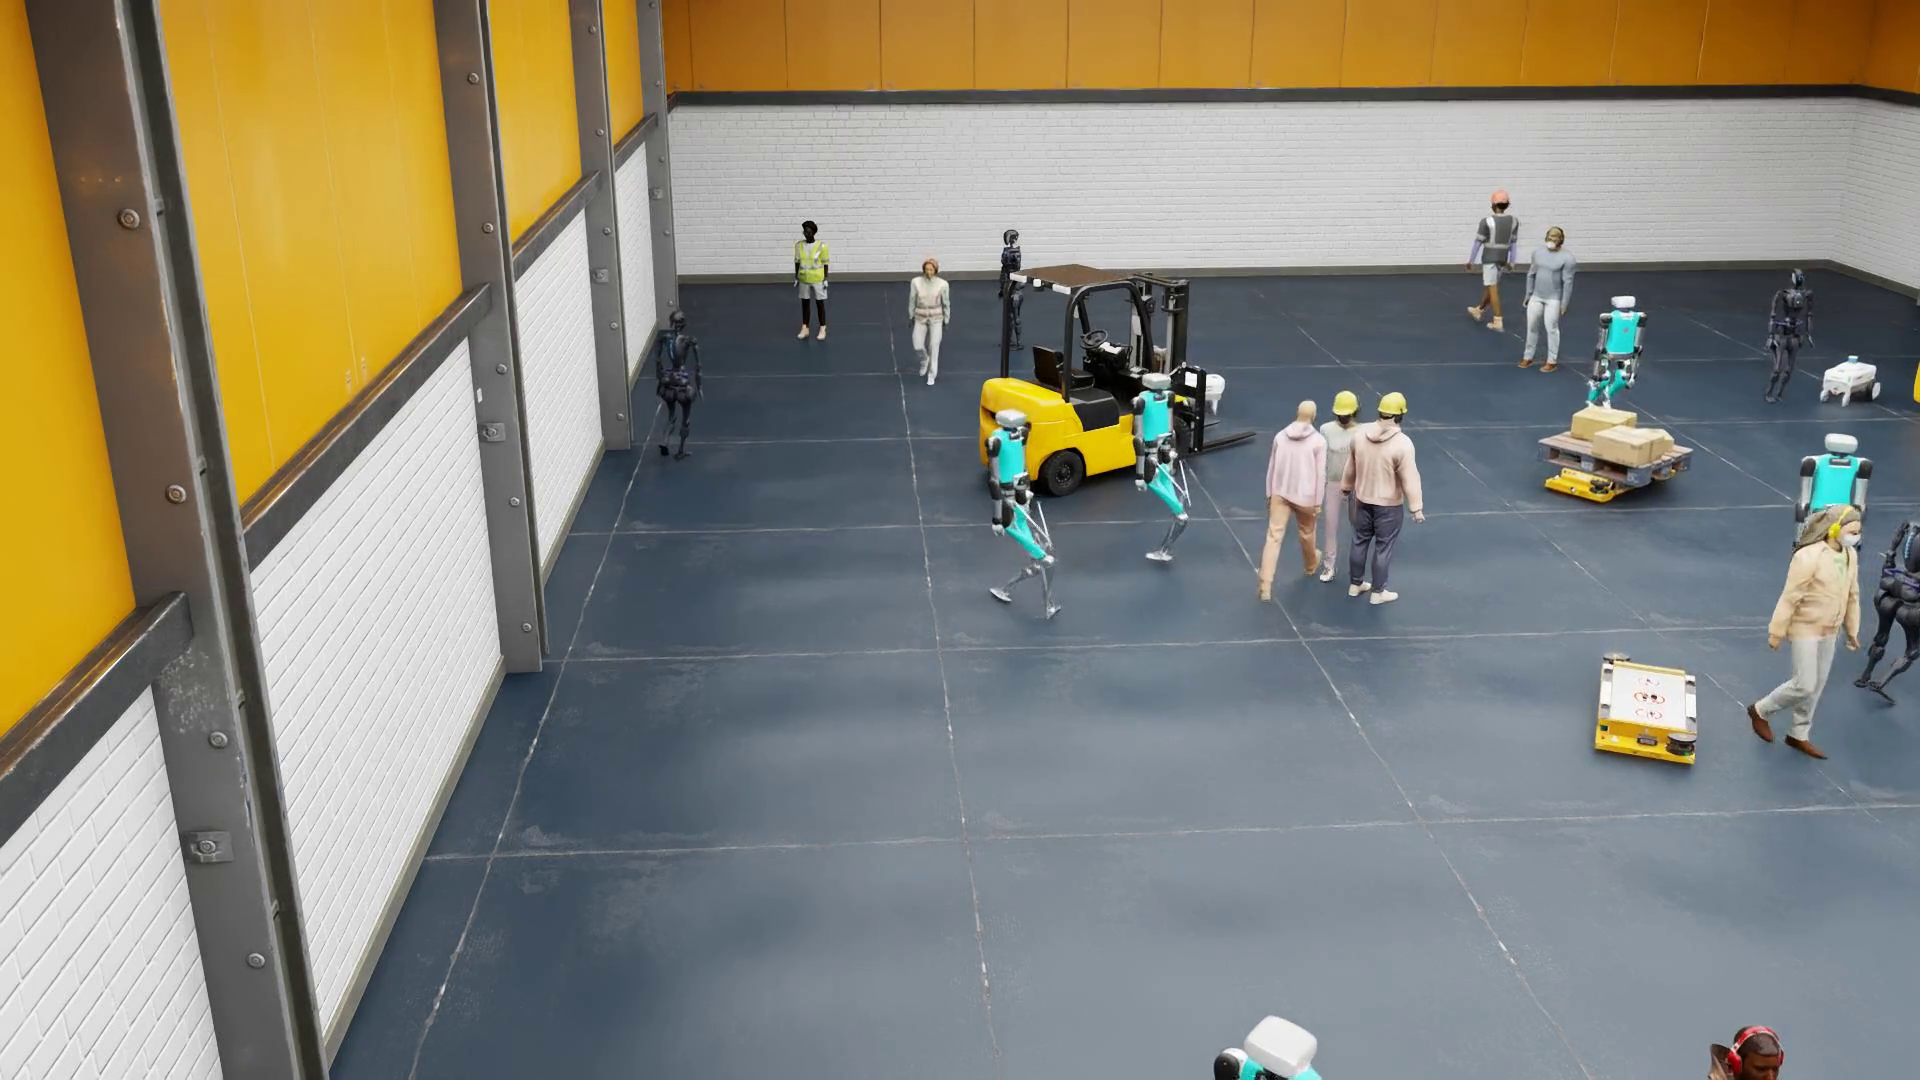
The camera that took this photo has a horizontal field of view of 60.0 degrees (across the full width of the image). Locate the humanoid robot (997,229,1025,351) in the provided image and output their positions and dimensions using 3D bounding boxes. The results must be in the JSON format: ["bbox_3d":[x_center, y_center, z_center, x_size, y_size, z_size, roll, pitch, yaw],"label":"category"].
[{"bbox_3d":[0.717,-3.465,23.004,0.315,1.657,0.599,-8,22,-20],"label":"humanoid robot"}]

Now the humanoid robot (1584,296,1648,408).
[{"bbox_3d":[7.246,-1.912,18.619,0.531,1.740,0.662,-2,20,-6],"label":"humanoid robot"}]

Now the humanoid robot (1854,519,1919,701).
[{"bbox_3d":[7.028,0.427,12.440,0.440,1.632,0.601,-6,21,-15],"label":"humanoid robot"}]

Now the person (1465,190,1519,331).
[{"bbox_3d":[7.769,-4.101,24.303,0.624,1.987,1.039,-6,21,-16],"label":"person"}]

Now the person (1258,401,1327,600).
[{"bbox_3d":[2.944,-0.375,14.610,0.542,1.683,1.098,10,22,25],"label":"person"}]

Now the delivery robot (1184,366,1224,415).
[{"bbox_3d":[2.811,-1.806,20.115,0.737,0.583,0.521,-3,20,-9],"label":"delivery robot"}]

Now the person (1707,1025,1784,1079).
[{"bbox_3d":[2.988,2.601,6.529,0.454,1.651,0.338,-3,20,-8],"label":"person"}]

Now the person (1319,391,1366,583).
[{"bbox_3d":[3.497,-0.539,14.973,0.563,1.723,0.838,11,23,27],"label":"person"}]

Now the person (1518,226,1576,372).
[{"bbox_3d":[7.724,-3.167,21.857,0.370,1.927,0.626,-16,25,-36],"label":"person"}]

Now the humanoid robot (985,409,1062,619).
[{"bbox_3d":[0.636,-0.174,14.063,0.958,1.815,0.531,14,24,33],"label":"humanoid robot"}]

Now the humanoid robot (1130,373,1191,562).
[{"bbox_3d":[1.907,-0.587,15.110,0.543,1.800,0.727,-18,27,-40],"label":"humanoid robot"}]

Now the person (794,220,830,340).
[{"bbox_3d":[-2.107,-3.685,23.592,0.540,1.695,0.315,6,21,17],"label":"person"}]

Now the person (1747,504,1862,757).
[{"bbox_3d":[5.936,0.608,11.662,0.582,1.862,0.620,-10,23,-26],"label":"person"}]

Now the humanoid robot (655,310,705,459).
[{"bbox_3d":[-3.112,-1.680,18.155,0.603,1.644,0.439,8,22,20],"label":"humanoid robot"}]

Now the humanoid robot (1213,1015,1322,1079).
[{"bbox_3d":[1.042,2.735,6.164,0.530,1.887,0.766,13,24,32],"label":"humanoid robot"}]

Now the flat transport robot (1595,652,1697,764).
[{"bbox_3d":[5.067,1.229,12.278,0.659,0.231,1.431,8,22,20],"label":"flat transport robot"}]

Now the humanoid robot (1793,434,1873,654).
[{"bbox_3d":[6.952,0.127,13.250,0.540,1.835,0.779,4,20,10],"label":"humanoid robot"}]

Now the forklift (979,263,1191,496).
[{"bbox_3d":[1.315,-1.764,17.646,2.313,2.155,1.214,-14,24,-33],"label":"forklift"}]

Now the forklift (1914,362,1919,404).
[{"bbox_3d":[12.602,-2.435,19.475,2.313,2.155,1.214,-1,20,-4],"label":"forklift"}]

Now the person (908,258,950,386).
[{"bbox_3d":[-0.392,-2.800,21.273,0.541,1.622,0.405,3,20,7],"label":"person"}]

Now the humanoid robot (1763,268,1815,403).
[{"bbox_3d":[10.184,-2.508,20.415,0.601,1.658,0.345,-2,20,-6],"label":"humanoid robot"}]

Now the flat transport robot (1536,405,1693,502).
[{"bbox_3d":[6.864,-0.697,17.526,1.431,0.231,0.659,-15,25,-36],"label":"flat transport robot"}]

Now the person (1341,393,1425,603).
[{"bbox_3d":[3.601,-0.352,14.290,0.436,1.856,0.814,-17,26,-38],"label":"person"}]

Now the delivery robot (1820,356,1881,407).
[{"bbox_3d":[11.037,-1.978,20.621,0.793,0.608,0.499,-15,25,-35],"label":"delivery robot"}]
